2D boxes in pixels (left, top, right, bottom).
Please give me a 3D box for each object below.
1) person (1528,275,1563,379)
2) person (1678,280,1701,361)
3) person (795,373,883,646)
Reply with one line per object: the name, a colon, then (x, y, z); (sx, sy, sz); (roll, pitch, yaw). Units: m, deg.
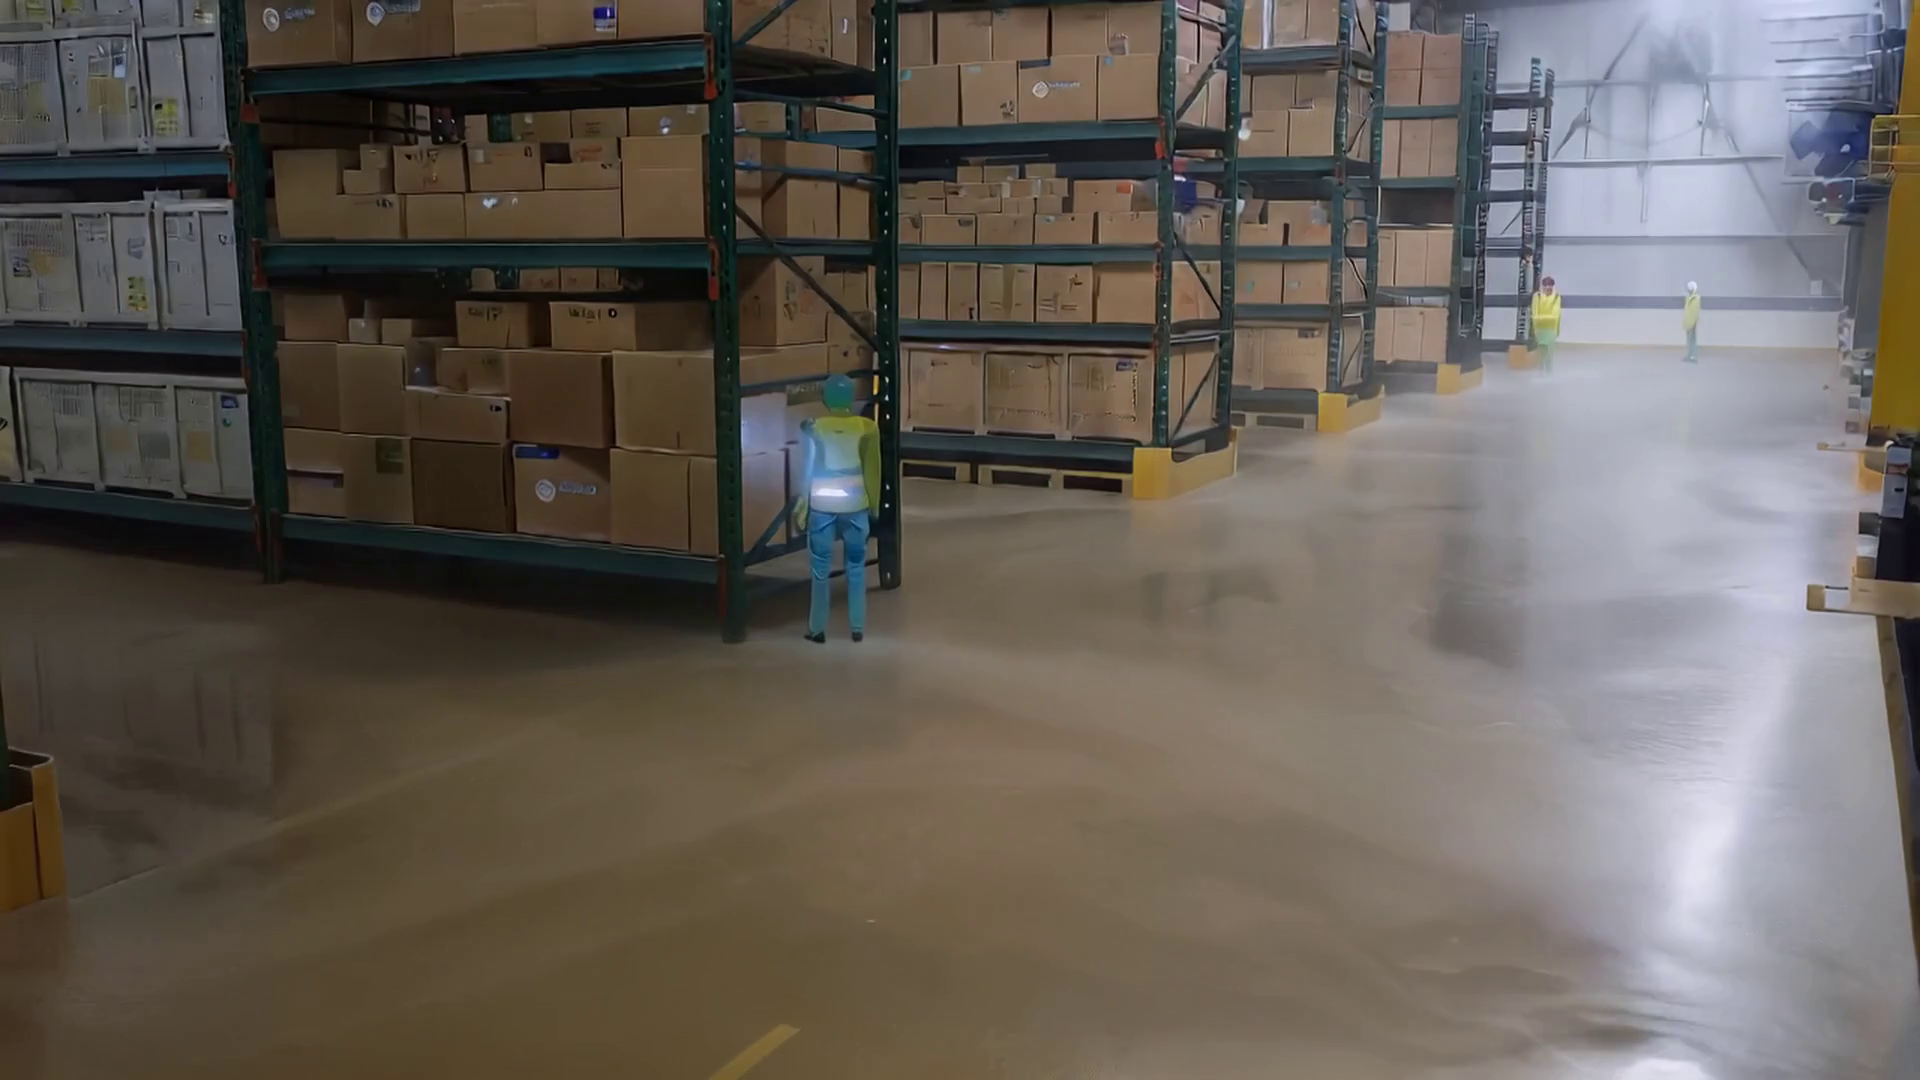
person: (10.820, -3.925, 30.768); (0.554, 1.914, 0.672); (5, 11, 25)
person: (15.745, -4.723, 35.886); (0.361, 1.742, 0.563); (0, 10, -1)
person: (-0.714, -0.177, 9.887); (0.525, 1.632, 0.312); (-3, 10, -14)
